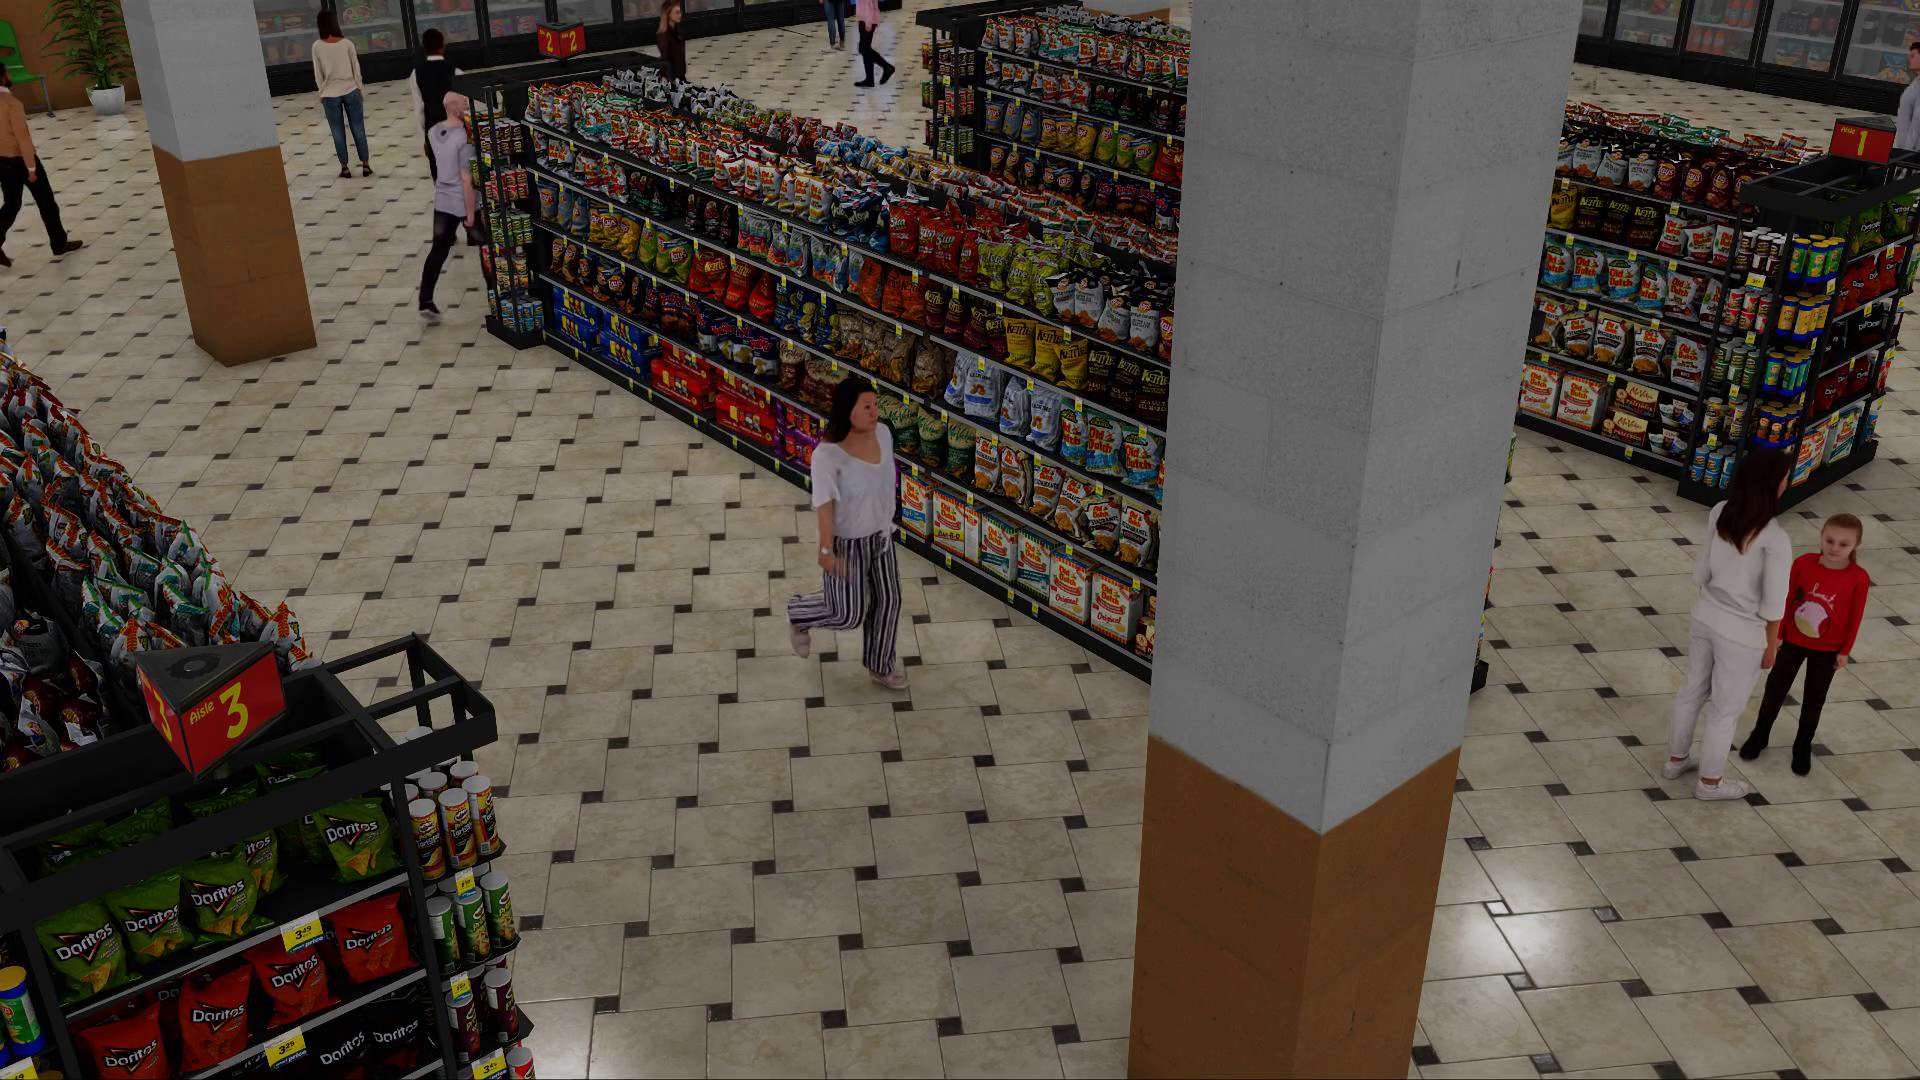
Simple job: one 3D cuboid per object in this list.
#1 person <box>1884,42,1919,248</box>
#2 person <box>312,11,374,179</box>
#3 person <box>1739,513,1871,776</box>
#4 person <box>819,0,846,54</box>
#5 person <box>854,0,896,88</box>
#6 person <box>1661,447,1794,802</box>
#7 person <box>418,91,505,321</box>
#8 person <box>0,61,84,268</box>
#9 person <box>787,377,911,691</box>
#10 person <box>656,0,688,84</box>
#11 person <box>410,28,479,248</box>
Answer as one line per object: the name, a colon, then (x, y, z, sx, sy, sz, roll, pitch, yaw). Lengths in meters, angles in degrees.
person: (8.548, -3.478, 14.776, 0.920, 1.829, 0.863, 7, 28, 13)
person: (-6.370, -4.579, 17.113, 0.683, 1.680, 0.665, -9, 28, -17)
person: (3.904, 0.459, 7.619, 0.505, 1.281, 0.614, 15, 31, 27)
person: (-1.769, -7.674, 23.263, 0.582, 1.638, 0.640, 22, 34, 37)
person: (-1.077, -6.575, 21.052, 0.856, 1.677, 0.826, -4, 27, -8)
person: (3.406, 0.374, 7.336, 0.719, 1.689, 0.576, -11, 29, -20)
person: (-4.005, -2.584, 13.060, 1.227, 1.789, 1.035, 13, 30, 24)
person: (-8.251, -3.253, 14.431, 1.134, 1.741, 1.059, 10, 28, 18)
person: (-0.566, -0.034, 8.174, 0.985, 1.658, 0.787, 20, 33, 33)
person: (-3.117, -4.853, 17.648, 0.879, 1.684, 0.806, 10, 28, 18)
person: (-4.595, -3.601, 14.920, 0.775, 1.919, 0.811, 0, 27, 0)
